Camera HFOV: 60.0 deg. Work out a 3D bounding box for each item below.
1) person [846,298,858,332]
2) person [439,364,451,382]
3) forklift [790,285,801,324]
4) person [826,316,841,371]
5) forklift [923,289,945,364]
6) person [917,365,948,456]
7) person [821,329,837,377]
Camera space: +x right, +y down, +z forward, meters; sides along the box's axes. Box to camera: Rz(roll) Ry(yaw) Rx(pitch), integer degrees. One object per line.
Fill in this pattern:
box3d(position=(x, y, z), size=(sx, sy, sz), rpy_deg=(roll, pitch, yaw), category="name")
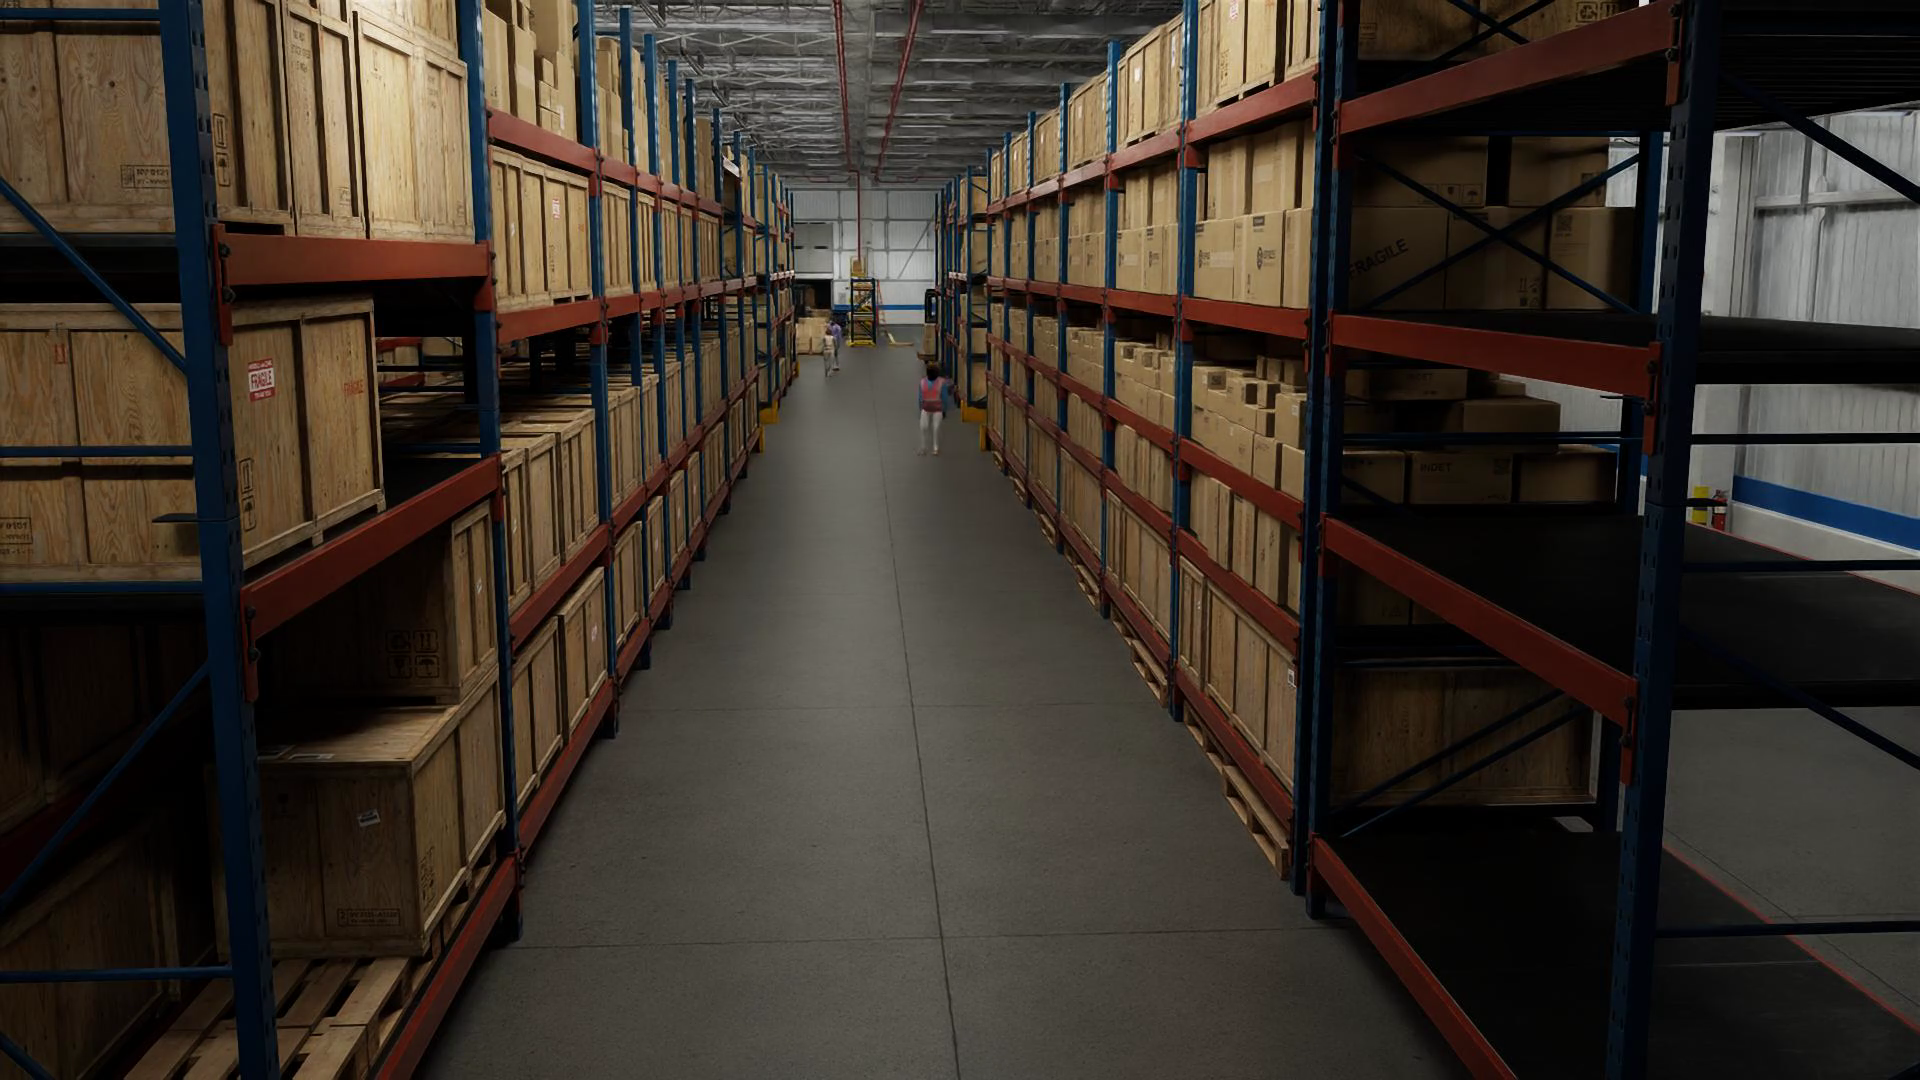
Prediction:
box3d(position=(-5.685, -11.893, 88.455), size=(1.026, 1.885, 0.631), rpy_deg=(-3, 10, -20), category="person")
box3d(position=(-11.302, -3.052, 36.432), size=(0.451, 1.614, 0.531), rpy_deg=(-3, 10, -18), category="person")
box3d(position=(-7.567, -10.021, 74.325), size=(1.129, 2.768, 1.873), rpy_deg=(5, 11, 27), category="forklift")
box3d(position=(-4.450, -6.903, 58.510), size=(0.633, 1.938, 0.356), rpy_deg=(8, 12, 38), category="person")
box3d(position=(-0.808, -8.117, 62.955), size=(1.129, 2.768, 1.873), rpy_deg=(-1, 10, -3), category="forklift")
box3d(position=(-0.568, -2.540, 32.843), size=(0.627, 1.814, 0.790), rpy_deg=(3, 10, 16), category="person")
box3d(position=(-4.391, -6.276, 55.782), size=(0.544, 1.588, 0.865), rpy_deg=(-1, 10, -7), category="person")
